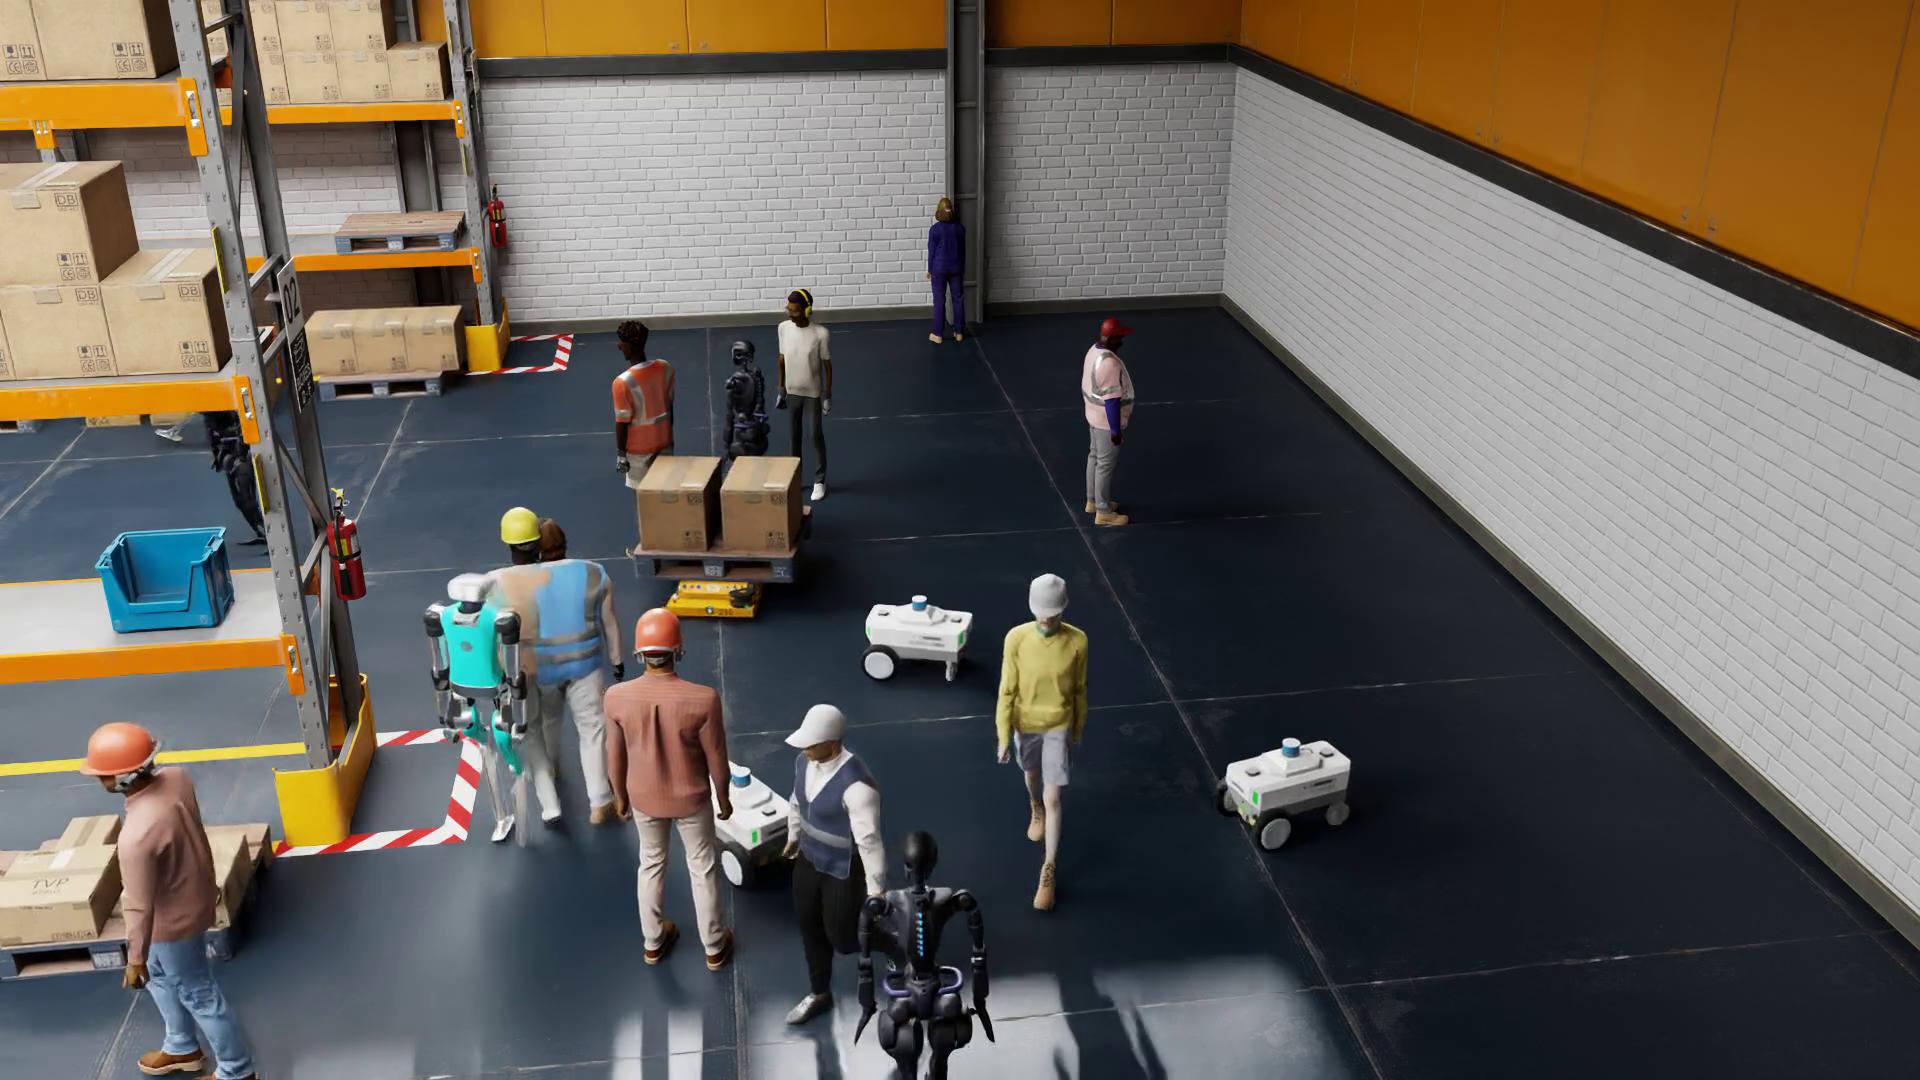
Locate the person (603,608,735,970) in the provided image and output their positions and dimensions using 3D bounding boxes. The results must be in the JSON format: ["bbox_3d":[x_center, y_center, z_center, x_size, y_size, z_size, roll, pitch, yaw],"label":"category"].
[{"bbox_3d":[-1.452,1.265,8.389,0.621,1.985,0.403,3,24,8],"label":"person"}]

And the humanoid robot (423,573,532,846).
[{"bbox_3d":[-2.625,0.961,9.455,0.544,1.837,0.722,3,24,7],"label":"humanoid robot"}]

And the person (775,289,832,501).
[{"bbox_3d":[-1.337,-1.243,14.247,0.516,1.864,0.331,8,25,18],"label":"person"}]

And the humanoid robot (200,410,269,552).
[{"bbox_3d":[-5.752,-0.707,13.254,0.601,1.634,0.427,18,29,35],"label":"humanoid robot"}]

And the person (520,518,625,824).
[{"bbox_3d":[-2.332,0.736,9.844,0.664,1.787,0.990,-8,25,-17],"label":"person"}]

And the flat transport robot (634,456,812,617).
[{"bbox_3d":[-1.809,0.211,12.916,0.659,0.231,1.431,1,24,3],"label":"flat transport robot"}]

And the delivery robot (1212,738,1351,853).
[{"bbox_3d":[1.909,1.445,9.745,0.791,0.592,0.499,-10,26,-22],"label":"delivery robot"}]

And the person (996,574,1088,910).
[{"bbox_3d":[0.447,1.002,9.172,0.492,1.834,0.999,2,24,5],"label":"person"}]

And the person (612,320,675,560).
[{"bbox_3d":[-2.463,-0.773,13.063,0.368,1.959,0.598,17,29,33],"label":"person"}]

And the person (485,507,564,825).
[{"bbox_3d":[-2.491,0.716,9.756,0.592,1.893,0.932,-12,26,-26],"label":"person"}]

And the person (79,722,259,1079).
[{"bbox_3d":[-3.627,1.687,7.435,0.737,1.966,0.655,-3,24,-7],"label":"person"}]

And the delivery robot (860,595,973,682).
[{"bbox_3d":[-0.299,0.663,11.521,0.759,0.587,0.525,5,24,11],"label":"delivery robot"}]

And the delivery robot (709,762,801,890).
[{"bbox_3d":[-1.228,1.569,9.454,0.499,0.585,0.775,-19,30,-37],"label":"delivery robot"}]

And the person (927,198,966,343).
[{"bbox_3d":[-0.150,-3.013,18.572,0.451,1.624,0.329,-9,25,-19],"label":"person"}]

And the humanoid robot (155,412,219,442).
[{"bbox_3d":[-7.067,-1.657,15.341,0.993,1.730,0.539,4,24,9],"label":"humanoid robot"}]

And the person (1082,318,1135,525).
[{"bbox_3d":[1.236,-0.996,13.817,0.420,1.751,0.628,-4,24,-10],"label":"person"}]

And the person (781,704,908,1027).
[{"bbox_3d":[-0.567,1.545,8.043,0.614,1.738,0.759,-21,32,-40],"label":"person"}]

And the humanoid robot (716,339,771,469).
[{"bbox_3d":[-1.763,-0.824,13.518,0.362,1.656,0.612,11,26,23],"label":"humanoid robot"}]

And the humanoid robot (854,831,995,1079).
[{"bbox_3d":[-0.151,2.025,7.110,0.609,1.633,0.755,-2,24,-5],"label":"humanoid robot"}]
